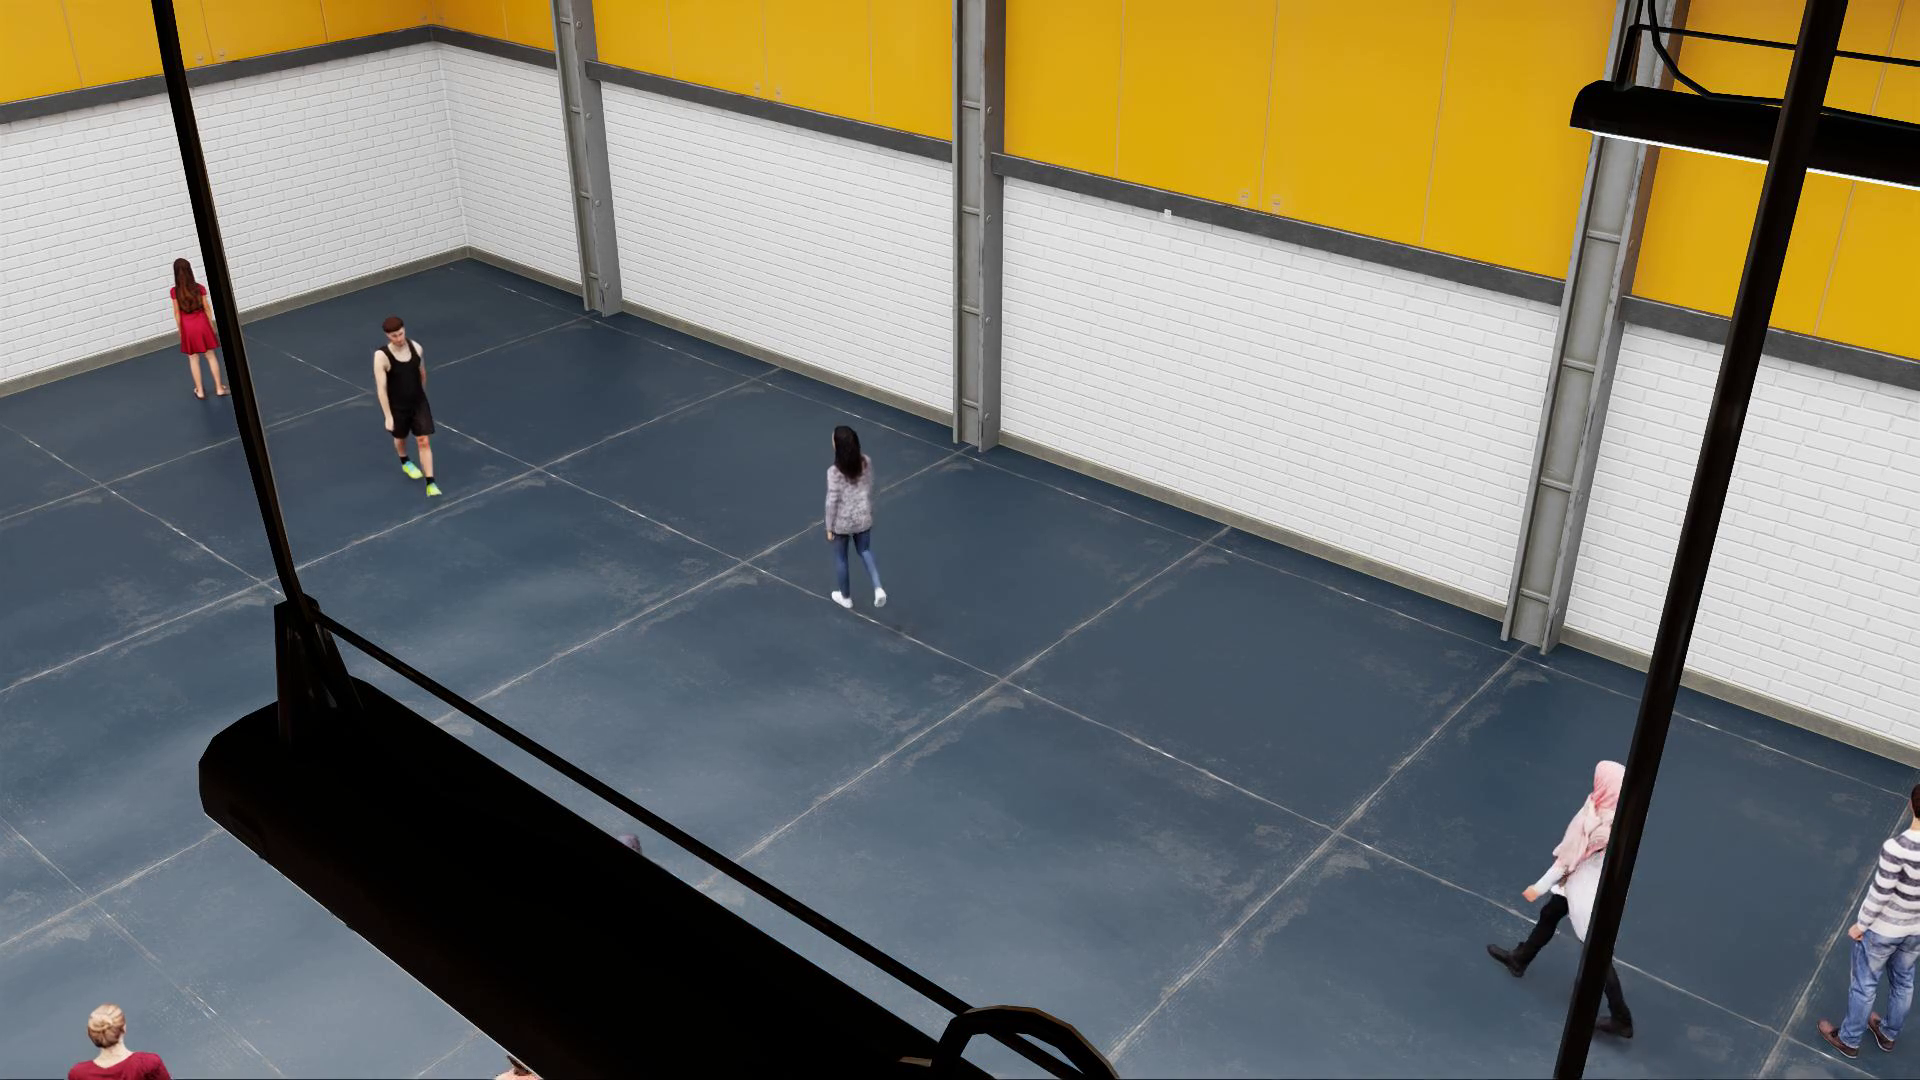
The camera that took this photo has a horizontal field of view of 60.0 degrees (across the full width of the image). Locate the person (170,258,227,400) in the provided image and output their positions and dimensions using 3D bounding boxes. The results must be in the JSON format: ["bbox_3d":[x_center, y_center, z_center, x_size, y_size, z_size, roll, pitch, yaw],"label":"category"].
[{"bbox_3d":[-8.287,-2.299,18.018,0.631,1.551,0.692,-16,32,-26],"label":"person"}]

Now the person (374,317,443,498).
[{"bbox_3d":[-5.328,-1.321,15.950,0.882,1.813,1.299,-22,36,-35],"label":"person"}]

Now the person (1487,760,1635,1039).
[{"bbox_3d":[3.731,2.133,9.686,0.736,1.748,1.246,-25,37,-37],"label":"person"}]

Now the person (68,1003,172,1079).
[{"bbox_3d":[-4.039,2.987,8.178,0.757,1.693,0.787,-11,30,-19],"label":"person"}]

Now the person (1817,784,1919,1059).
[{"bbox_3d":[5.350,2.176,9.501,0.712,1.850,0.754,-4,29,-8],"label":"person"}]

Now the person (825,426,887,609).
[{"bbox_3d":[-0.869,-0.142,13.884,0.768,1.722,0.952,-18,34,-30],"label":"person"}]

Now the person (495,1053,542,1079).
[{"bbox_3d":[-2.178,3.052,8.468,0.729,1.302,0.832,-7,29,-12],"label":"person"}]
